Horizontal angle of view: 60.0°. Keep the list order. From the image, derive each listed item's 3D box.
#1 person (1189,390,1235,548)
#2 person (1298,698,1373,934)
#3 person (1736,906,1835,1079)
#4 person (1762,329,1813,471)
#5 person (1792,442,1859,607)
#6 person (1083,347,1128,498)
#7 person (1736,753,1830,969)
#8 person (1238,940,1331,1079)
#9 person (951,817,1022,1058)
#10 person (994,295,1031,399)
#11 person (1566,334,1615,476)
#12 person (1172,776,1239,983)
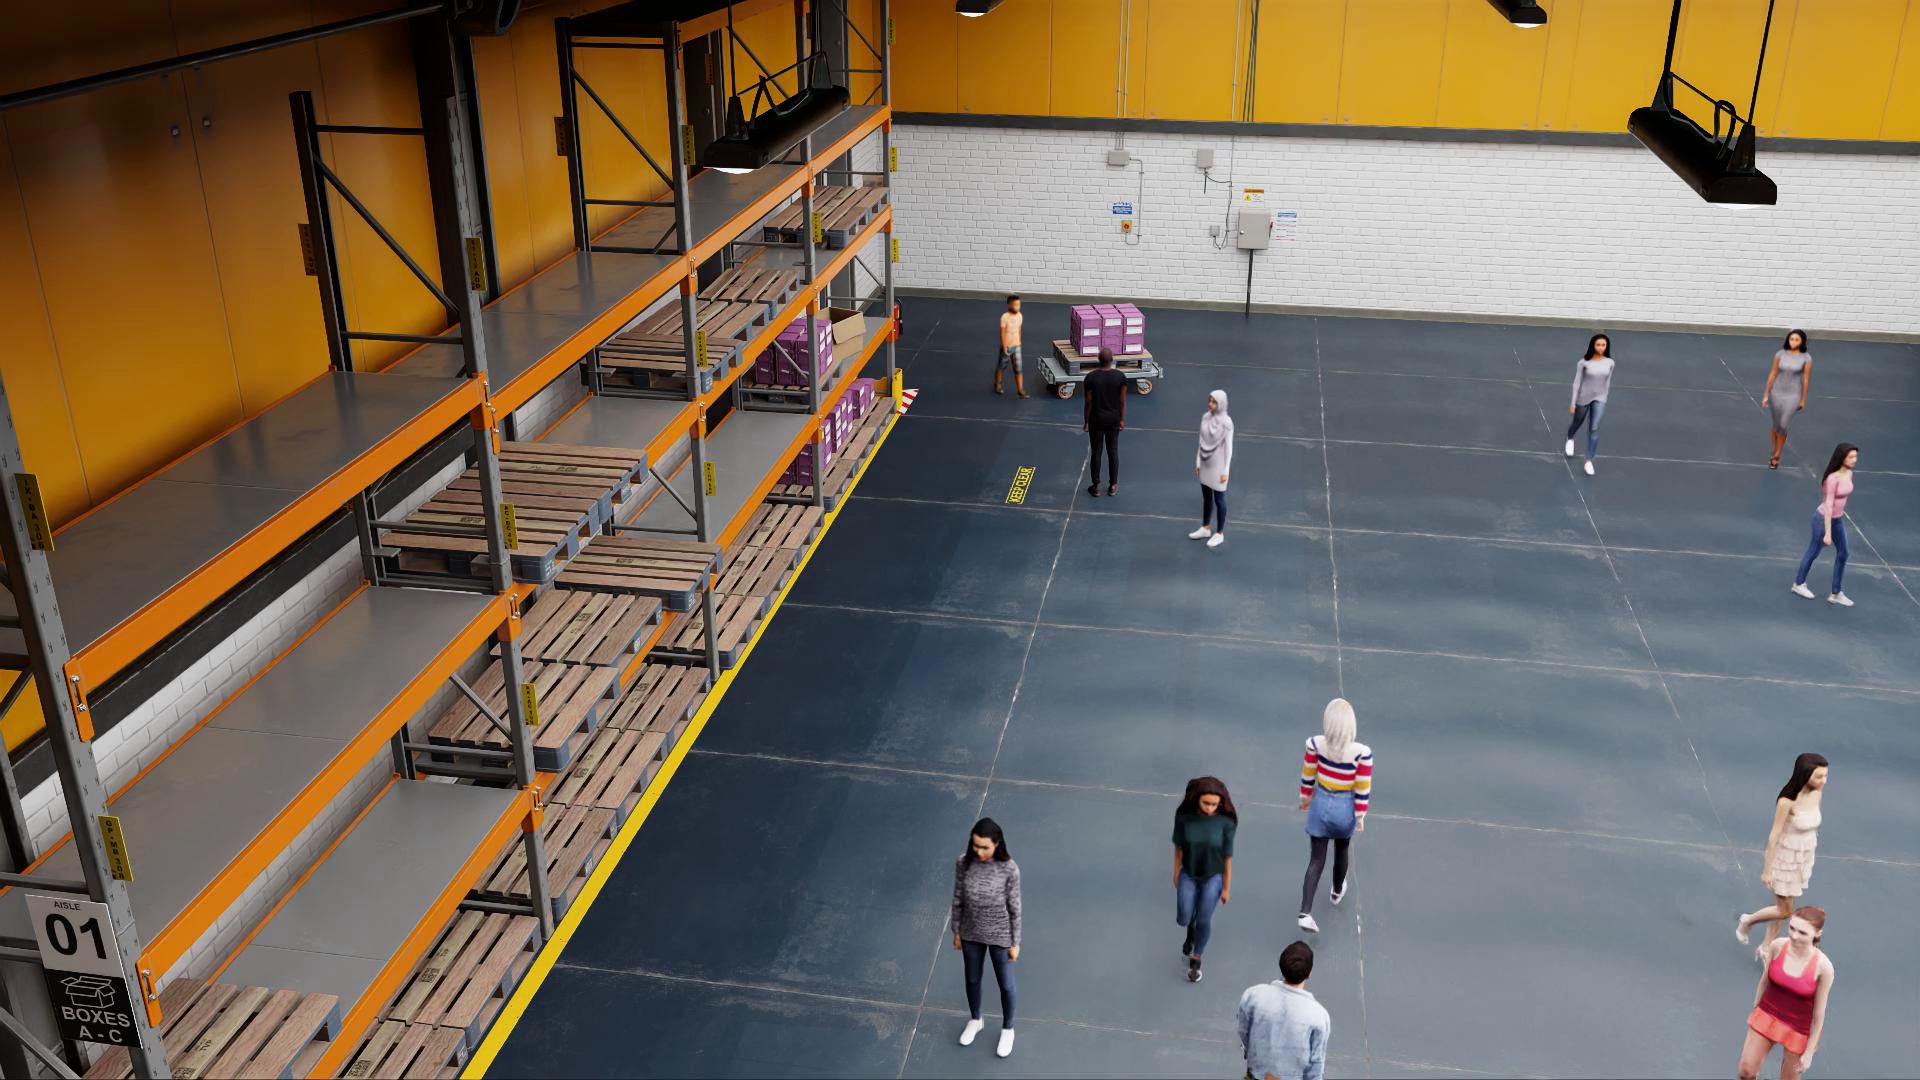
[{"bbox_3d":[2.818,-0.806,18.398,0.748,1.775,0.694,-17,29,-33],"label":"person"},{"bbox_3d":[2.645,2.008,11.962,0.880,1.774,1.199,12,26,25],"label":"person"},{"bbox_3d":[5.010,2.894,9.986,0.802,1.733,0.744,-21,31,-40],"label":"person"},{"bbox_3d":[10.238,-1.762,20.598,0.758,1.766,0.822,20,30,38],"label":"person"},{"bbox_3d":[8.855,-0.207,17.091,0.913,1.724,0.985,-14,27,-29],"label":"person"},{"bbox_3d":[1.713,-1.402,19.708,0.715,1.819,0.640,-1,24,-3],"label":"person"},{"bbox_3d":[5.683,2.209,11.559,0.768,1.729,0.834,-11,26,-24],"label":"person"},{"bbox_3d":[1.774,3.131,9.408,0.846,1.763,1.219,9,25,20],"label":"person"},{"bbox_3d":[0.187,2.538,10.802,0.645,1.731,0.579,8,25,17],"label":"person"},{"bbox_3d":[0.648,-2.699,23.174,0.916,1.419,1.052,-11,26,-24],"label":"person"},{"bbox_3d":[7.787,-1.738,20.633,0.673,1.693,1.163,3,24,7],"label":"person"},{"bbox_3d":[1.691,2.287,11.538,0.623,1.603,0.684,6,24,14],"label":"person"}]
